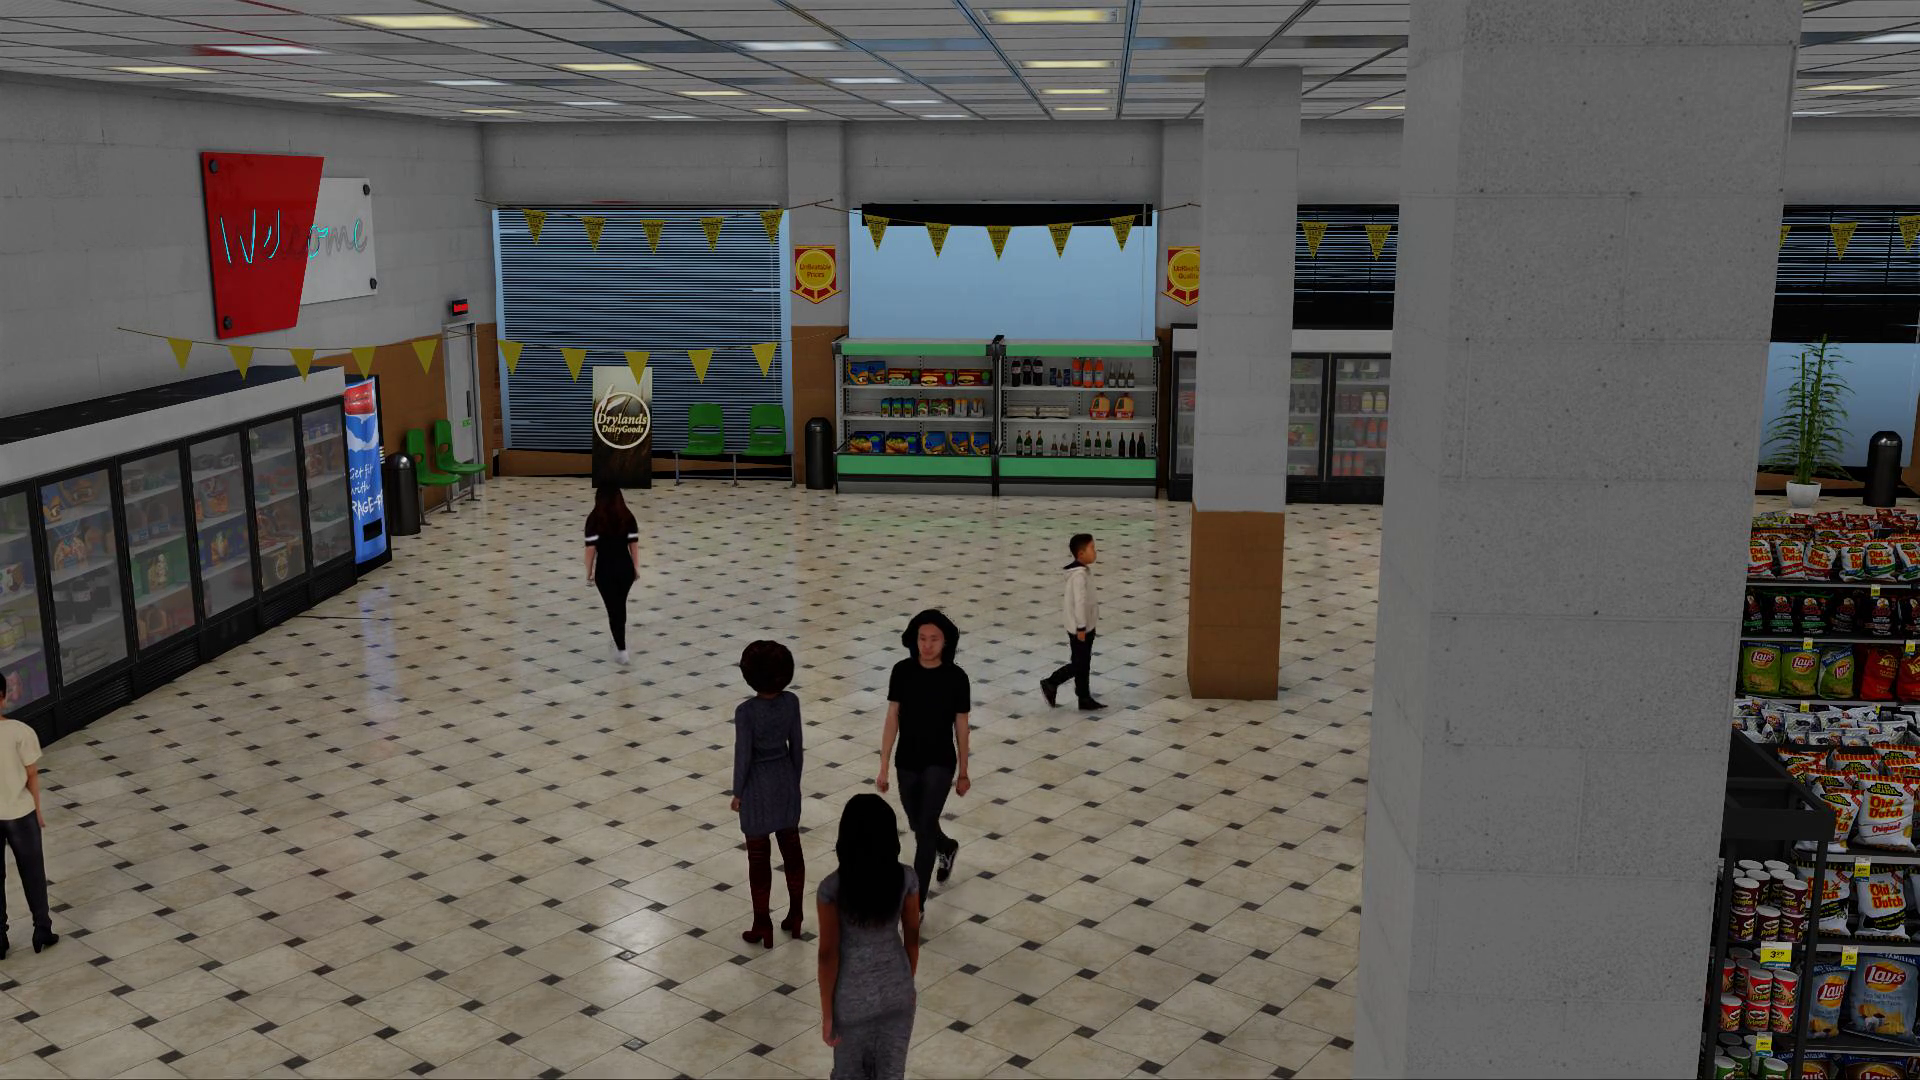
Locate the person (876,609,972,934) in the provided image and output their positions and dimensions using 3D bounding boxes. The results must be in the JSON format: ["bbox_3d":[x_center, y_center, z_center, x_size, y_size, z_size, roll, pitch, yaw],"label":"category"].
[{"bbox_3d":[-0.162,1.252,9.485,1.147,1.794,0.933,5,13,23],"label":"person"}]

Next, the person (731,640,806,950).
[{"bbox_3d":[-1.036,1.378,9.088,0.647,1.711,0.719,-9,15,-35],"label":"person"}]

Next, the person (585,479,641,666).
[{"bbox_3d":[-2.989,0.290,14.464,0.861,1.624,0.888,-6,13,-27],"label":"person"}]

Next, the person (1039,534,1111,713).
[{"bbox_3d":[0.890,0.668,13.101,0.785,1.446,0.608,2,12,7],"label":"person"}]

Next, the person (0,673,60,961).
[{"bbox_3d":[-5.142,1.472,8.936,0.546,1.589,0.710,-4,12,-17],"label":"person"}]

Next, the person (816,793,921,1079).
[{"bbox_3d":[-0.321,1.904,6.539,1.150,1.732,0.925,-3,12,-15],"label":"person"}]
